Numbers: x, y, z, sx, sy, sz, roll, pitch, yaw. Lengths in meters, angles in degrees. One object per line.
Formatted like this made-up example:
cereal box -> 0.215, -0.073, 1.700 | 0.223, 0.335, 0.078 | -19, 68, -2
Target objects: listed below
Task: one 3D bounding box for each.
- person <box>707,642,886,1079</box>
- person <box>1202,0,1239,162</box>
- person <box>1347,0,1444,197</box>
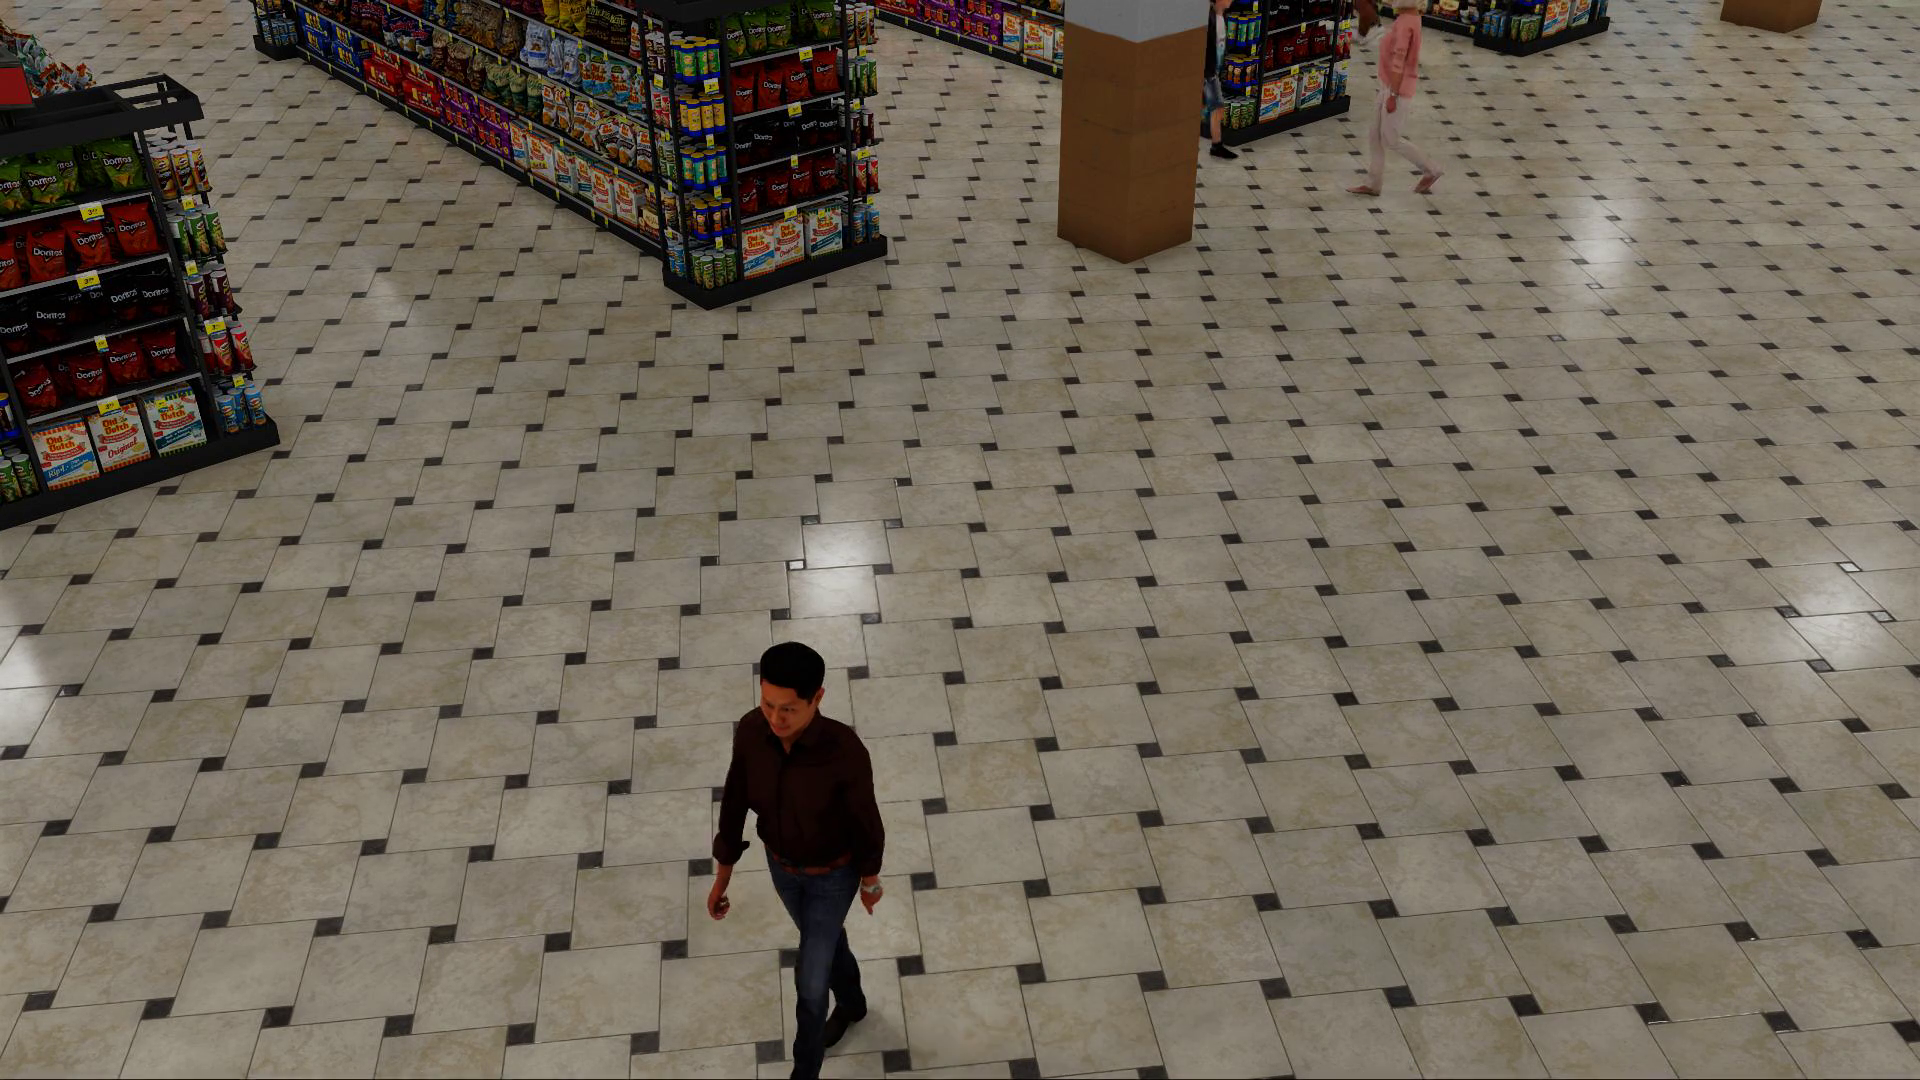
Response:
person -> -0.427, 0.997, 5.361 | 0.955, 1.750, 0.889 | 18, 36, 27
person -> 1.928, -3.773, 13.344 | 1.019, 1.414, 0.791 | 14, 35, 21
person -> 3.326, -3.348, 12.386 | 1.025, 1.704, 0.916 | 10, 33, 16
